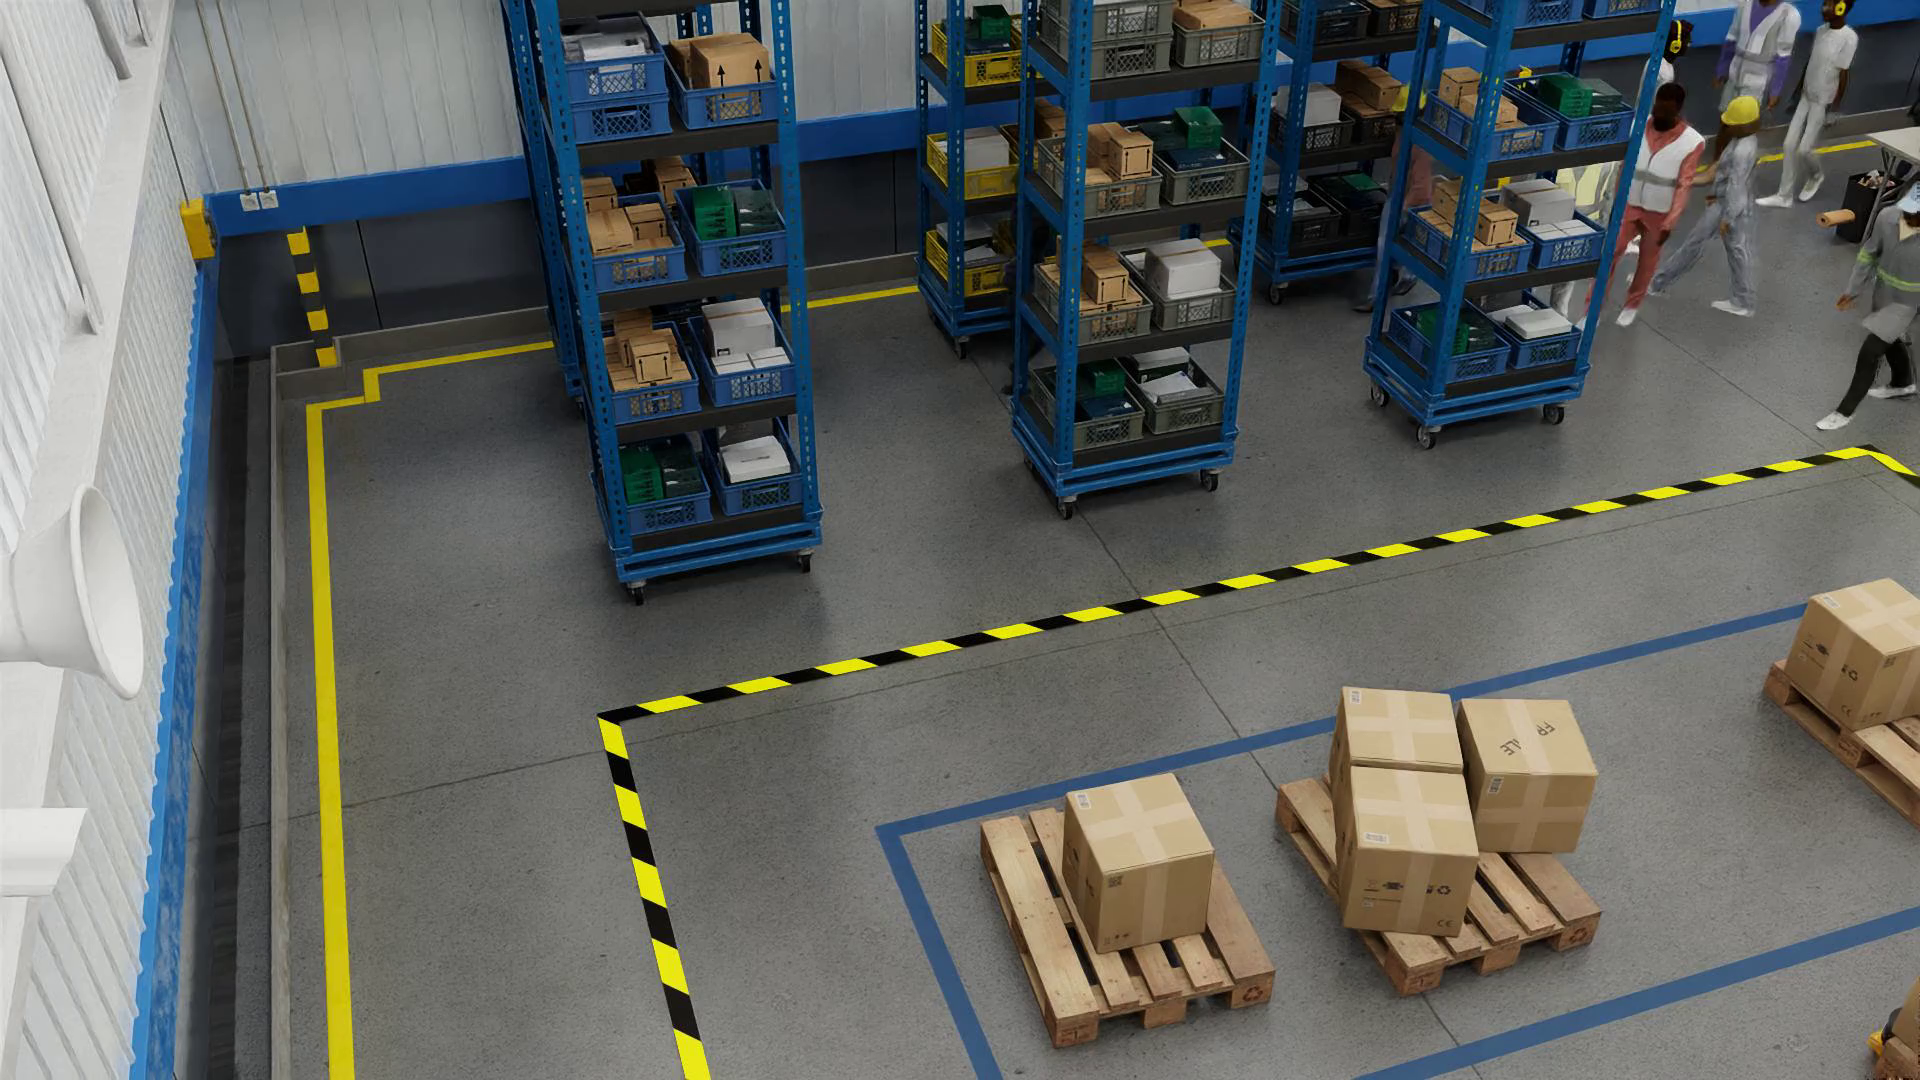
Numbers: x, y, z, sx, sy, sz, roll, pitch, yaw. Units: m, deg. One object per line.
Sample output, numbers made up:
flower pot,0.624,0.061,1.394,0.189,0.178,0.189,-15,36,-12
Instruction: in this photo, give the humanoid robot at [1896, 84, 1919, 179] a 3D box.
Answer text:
humanoid robot,8.336,-3.672,14.076,0.759,1.620,0.602,-18,39,-24

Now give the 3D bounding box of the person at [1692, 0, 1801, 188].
person,6.663,-3.905,14.069,0.508,2.025,0.709,-15,38,-20

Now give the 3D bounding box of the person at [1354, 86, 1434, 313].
person,3.306,-2.534,12.391,0.836,1.700,0.489,-22,41,-27

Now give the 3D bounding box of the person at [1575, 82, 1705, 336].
person,4.886,-2.337,11.968,0.587,1.876,0.888,26,43,31

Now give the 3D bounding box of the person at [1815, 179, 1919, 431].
person,6.263,-1.591,10.997,0.889,1.793,0.608,-8,36,-11

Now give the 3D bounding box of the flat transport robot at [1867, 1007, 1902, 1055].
flat transport robot,4.475,2.382,6.654,0.652,0.197,1.431,-15,38,-20

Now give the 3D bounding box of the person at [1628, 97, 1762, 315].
person,5.629,-2.505,12.378,0.923,1.674,0.543,19,39,25

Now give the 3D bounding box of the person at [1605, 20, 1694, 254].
person,5.471,-3.193,13.206,0.336,1.865,0.509,5,36,8

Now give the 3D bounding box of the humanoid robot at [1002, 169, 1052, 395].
humanoid robot,0.471,-1.728,11.280,0.336,1.644,0.595,8,36,11

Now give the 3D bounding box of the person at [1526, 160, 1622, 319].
person,4.281,-2.214,11.830,0.632,1.841,0.429,5,36,7

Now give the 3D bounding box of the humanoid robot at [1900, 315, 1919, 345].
humanoid robot,6.939,-2.101,11.743,0.929,1.734,0.553,13,37,18

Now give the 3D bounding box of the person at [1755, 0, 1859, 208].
person,7.181,-3.660,13.894,0.595,1.825,0.586,-7,36,-10
